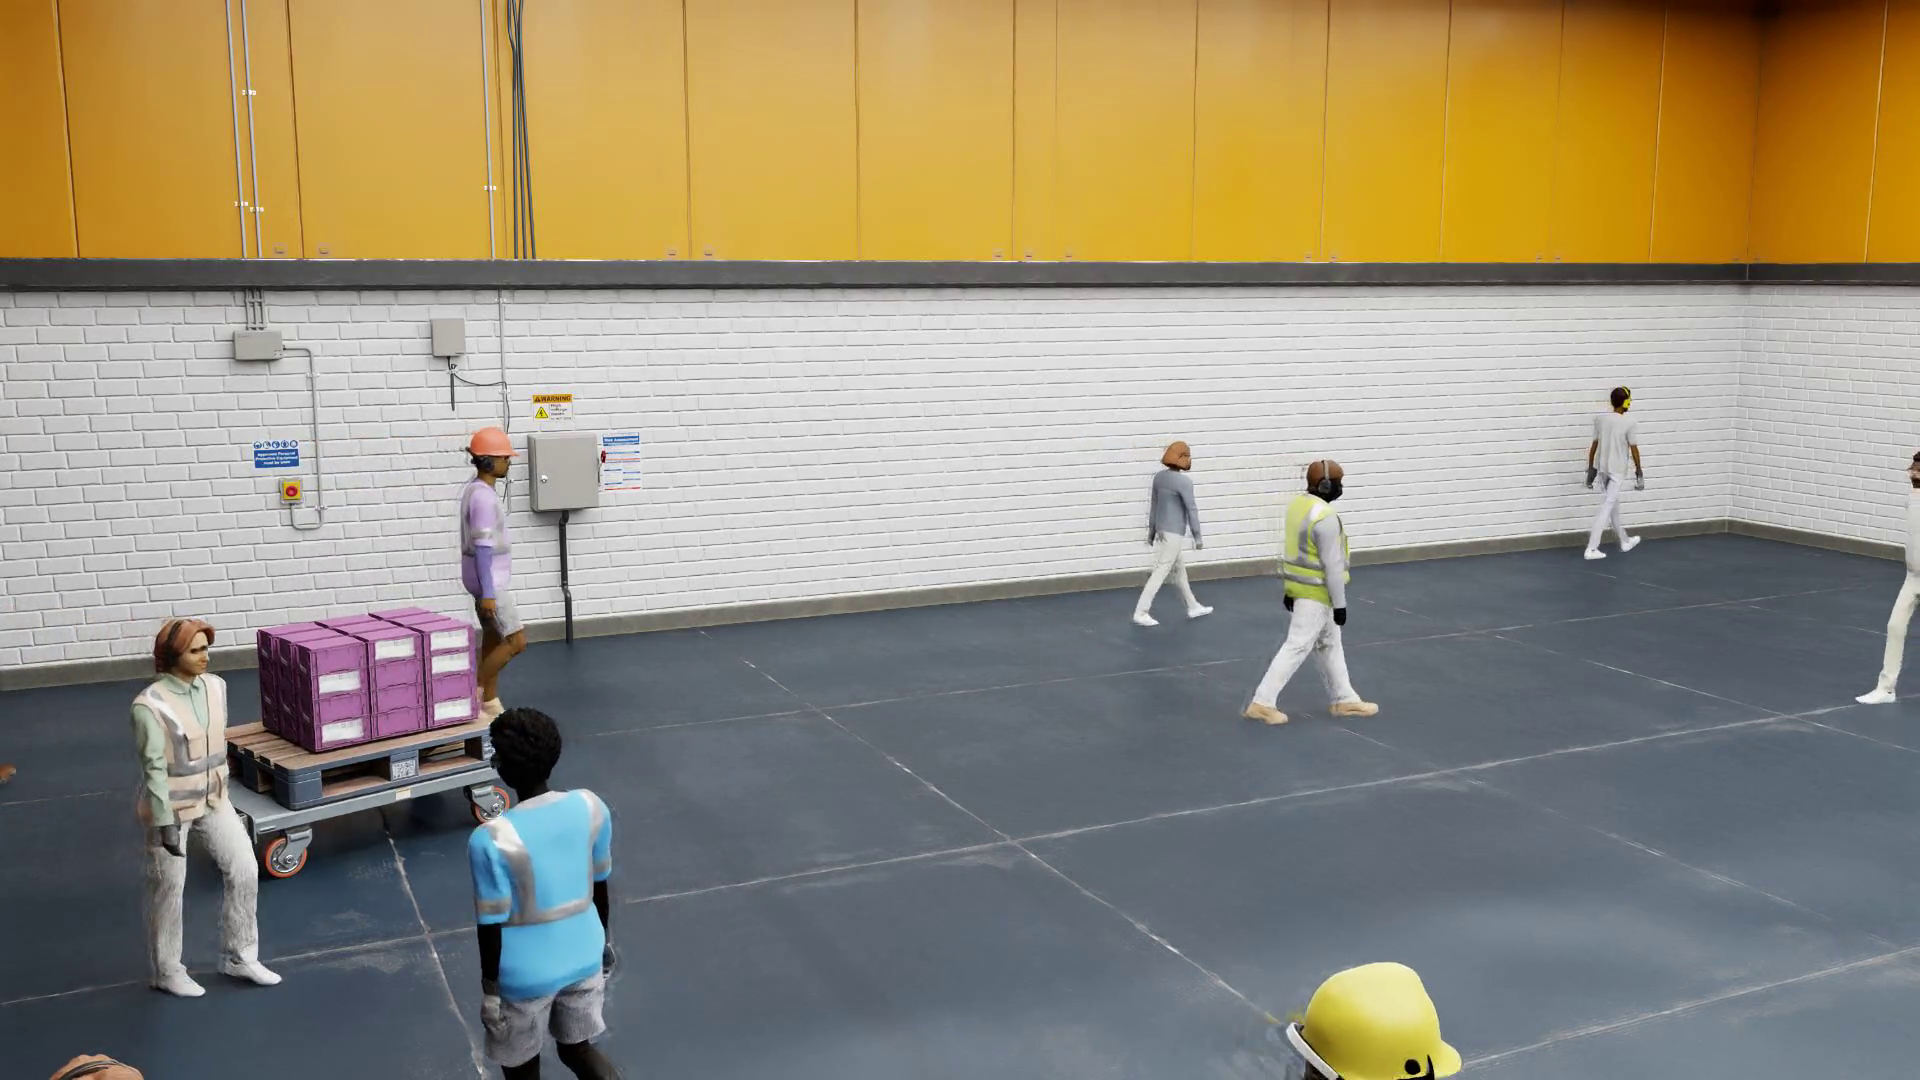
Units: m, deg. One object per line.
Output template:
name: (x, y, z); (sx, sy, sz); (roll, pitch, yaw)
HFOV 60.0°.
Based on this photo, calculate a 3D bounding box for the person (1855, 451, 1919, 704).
person: (6.853, 0.266, 11.650); (0.978, 1.817, 0.536); (-2, 9, -11)

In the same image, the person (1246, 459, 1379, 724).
person: (2.369, 0.349, 11.183); (0.964, 1.798, 0.647); (-1, 9, -6)

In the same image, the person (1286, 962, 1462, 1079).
person: (0.659, 1.643, 3.063); (0.465, 1.816, 0.608); (-3, 10, -17)

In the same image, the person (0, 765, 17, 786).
person: (-5.965, 0.561, 9.527); (0.661, 1.887, 0.924); (8, 12, 39)

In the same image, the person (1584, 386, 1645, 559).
person: (7.021, -0.714, 17.669); (0.977, 1.817, 0.540); (-5, 11, -30)

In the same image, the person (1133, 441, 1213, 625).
person: (1.839, -0.064, 14.364); (0.880, 1.584, 0.519); (-5, 10, -26)

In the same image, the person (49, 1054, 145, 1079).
person: (-1.556, 1.730, 3.077); (0.310, 1.638, 0.522); (6, 11, 34)

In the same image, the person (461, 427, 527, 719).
person: (-3.063, 0.274, 10.900); (0.439, 2.029, 0.642); (-3, 10, -17)

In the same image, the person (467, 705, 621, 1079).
person: (-1.260, 1.357, 5.242); (0.594, 1.679, 0.538); (7, 12, 37)

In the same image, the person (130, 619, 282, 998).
person: (-3.142, 1.132, 6.874); (0.619, 1.618, 0.527); (3, 10, 20)
